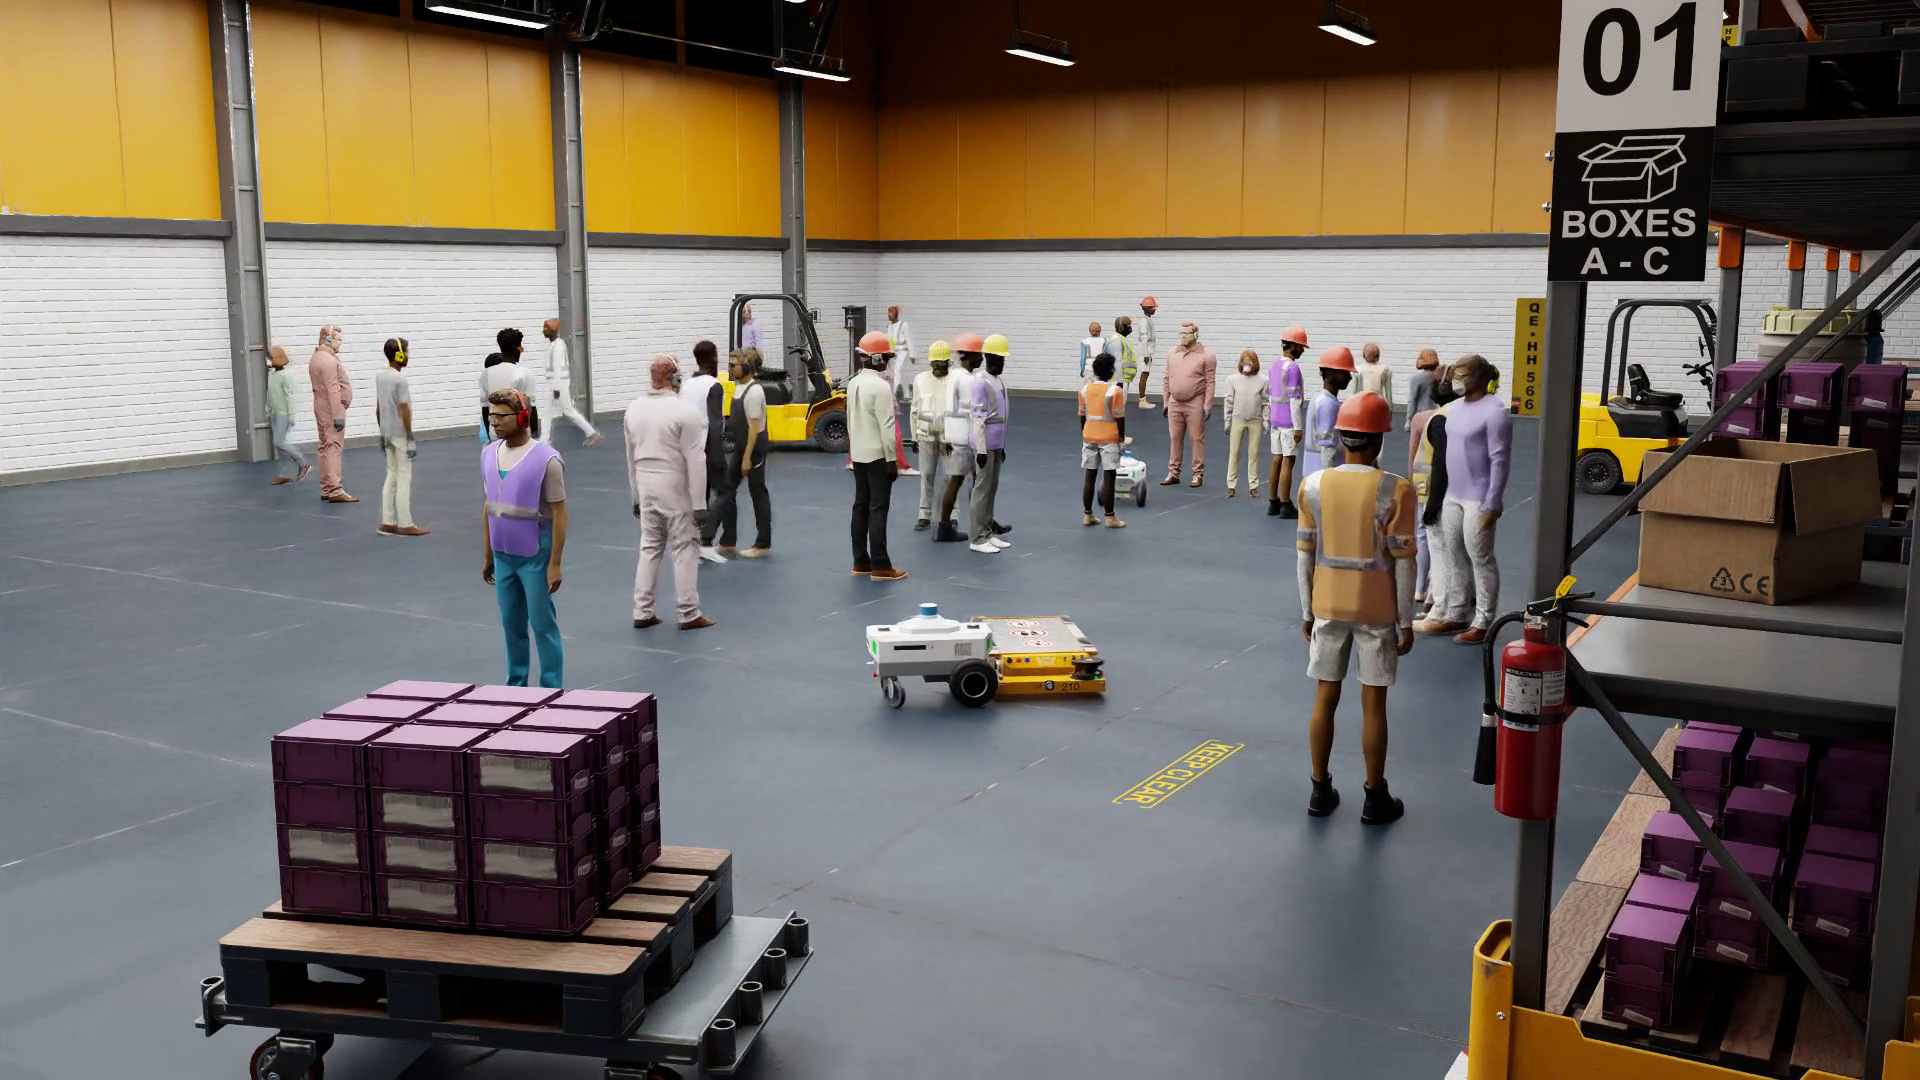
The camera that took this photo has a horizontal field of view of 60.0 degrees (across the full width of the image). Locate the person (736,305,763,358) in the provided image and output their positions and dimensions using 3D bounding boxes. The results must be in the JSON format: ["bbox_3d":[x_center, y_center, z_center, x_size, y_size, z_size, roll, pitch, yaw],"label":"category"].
[{"bbox_3d":[-3.792,-3.227,29.594,0.399,1.903,0.644,-8,12,-42],"label":"person"}]

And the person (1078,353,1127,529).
[{"bbox_3d":[1.371,-0.955,16.060,0.563,1.692,0.320,8,12,42],"label":"person"}]

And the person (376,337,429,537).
[{"bbox_3d":[-5.257,-0.962,15.570,0.532,1.867,0.312,8,12,42],"label":"person"}]

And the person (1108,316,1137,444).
[{"bbox_3d":[2.348,-2.312,24.072,0.429,1.845,0.621,2,9,12],"label":"person"}]

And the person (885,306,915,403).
[{"bbox_3d":[-1.230,-3.458,31.241,0.959,1.834,0.631,-8,12,-40],"label":"person"}]

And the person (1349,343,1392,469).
[{"bbox_3d":[5.010,-1.598,20.289,0.517,1.615,0.636,2,9,11],"label":"person"}]

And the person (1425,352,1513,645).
[{"bbox_3d":[3.393,-0.274,11.048,0.352,1.937,0.635,-3,10,-18],"label":"person"}]

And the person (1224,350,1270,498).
[{"bbox_3d":[3.146,-1.271,18.219,0.501,1.632,0.295,1,9,5],"label":"person"}]

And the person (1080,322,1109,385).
[{"bbox_3d":[2.281,-2.861,28.126,0.521,1.640,0.307,-2,9,-10],"label":"person"}]

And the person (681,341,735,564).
[{"bbox_3d":[-2.179,-0.735,14.105,0.444,1.886,0.641,-8,12,-41],"label":"person"}]

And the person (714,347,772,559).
[{"bbox_3d":[-1.929,-0.724,14.212,0.707,1.824,0.549,-5,10,-28],"label":"person"}]

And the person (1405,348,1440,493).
[{"bbox_3d":[5.230,-1.330,18.630,0.513,1.623,0.291,-4,10,-24],"label":"person"}]

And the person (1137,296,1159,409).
[{"bbox_3d":[3.413,-3.402,30.250,0.371,2.044,0.607,1,9,9],"label":"person"}]

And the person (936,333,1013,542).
[{"bbox_3d":[0.167,-0.928,15.215,0.862,1.902,0.579,-2,9,-12],"label":"person"}]

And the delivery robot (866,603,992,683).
[{"bbox_3d":[-0.182,0.608,9.558,0.707,0.478,0.477,-1,9,-7],"label":"delivery robot"}]

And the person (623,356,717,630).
[{"bbox_3d":[-2.007,-0.305,11.462,0.705,1.900,0.462,5,11,30],"label":"person"}]

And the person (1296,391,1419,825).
[{"bbox_3d":[1.775,0.304,7.443,0.544,1.939,0.354,6,11,31],"label":"person"}]

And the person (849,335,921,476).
[{"bbox_3d":[-0.935,-1.632,20.190,0.898,1.726,0.523,-1,9,-3],"label":"person"}]

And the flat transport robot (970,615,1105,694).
[{"bbox_3d":[0.447,0.684,10.258,0.652,0.197,1.431,-1,9,-6],"label":"flat transport robot"}]

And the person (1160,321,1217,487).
[{"bbox_3d":[2.613,-1.562,19.182,0.638,1.911,0.406,6,11,33],"label":"person"}]

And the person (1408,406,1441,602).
[{"bbox_3d":[3.599,-0.397,12.355,0.533,1.769,0.311,5,11,30],"label":"person"}]

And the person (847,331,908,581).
[{"bbox_3d":[-0.687,-0.671,13.354,0.375,1.995,0.611,-6,11,-34],"label":"person"}]

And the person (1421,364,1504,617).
[{"bbox_3d":[3.656,-0.356,11.894,0.808,1.822,0.537,-4,10,-24],"label":"person"}]

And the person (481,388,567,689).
[{"bbox_3d":[-2.357,0.095,9.034,0.567,1.844,0.375,6,11,32],"label":"person"}]

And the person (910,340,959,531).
[{"bbox_3d":[-0.199,-0.990,15.874,0.586,1.825,0.403,2,9,12],"label":"person"}]

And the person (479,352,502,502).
[{"bbox_3d":[-4.500,-0.975,16.165,0.319,1.698,0.538,-1,9,-9],"label":"person"}]

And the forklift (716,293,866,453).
[{"bbox_3d":[-2.458,-2.344,23.176,2.313,2.155,1.214,0,9,-2],"label":"forklift"}]

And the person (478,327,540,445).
[{"bbox_3d":[-4.098,-0.960,15.244,0.601,1.967,0.367,4,10,23],"label":"person"}]

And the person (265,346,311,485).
[{"bbox_3d":[-7.875,-1.441,19.319,0.386,1.622,0.506,-9,12,-43],"label":"person"}]

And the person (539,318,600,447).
[{"bbox_3d":[-5.546,-2.180,23.281,0.964,1.845,0.587,-4,10,-24],"label":"person"}]

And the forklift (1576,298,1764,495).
[{"bbox_3d":[7.954,-1.589,18.462,2.313,2.155,1.214,5,11,30],"label":"forklift"}]

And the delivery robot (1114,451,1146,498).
[{"bbox_3d":[1.767,-0.703,17.737,0.477,0.478,0.707,2,10,15],"label":"delivery robot"}]

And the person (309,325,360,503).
[{"bbox_3d":[-6.745,-1.352,17.903,0.407,1.902,0.639,-6,11,-34],"label":"person"}]

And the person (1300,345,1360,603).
[{"bbox_3d":[2.699,-0.452,12.172,0.376,1.934,0.548,1,9,6],"label":"person"}]

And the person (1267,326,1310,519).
[{"bbox_3d":[3.311,-1.178,16.724,0.373,1.928,0.543,-2,9,-14],"label":"person"}]

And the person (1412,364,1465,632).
[{"bbox_3d":[3.327,-0.286,11.429,0.429,1.842,0.629,6,11,32],"label":"person"}]

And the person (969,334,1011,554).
[{"bbox_3d":[0.281,-0.852,14.700,0.378,1.922,0.593,3,10,19],"label":"person"}]
